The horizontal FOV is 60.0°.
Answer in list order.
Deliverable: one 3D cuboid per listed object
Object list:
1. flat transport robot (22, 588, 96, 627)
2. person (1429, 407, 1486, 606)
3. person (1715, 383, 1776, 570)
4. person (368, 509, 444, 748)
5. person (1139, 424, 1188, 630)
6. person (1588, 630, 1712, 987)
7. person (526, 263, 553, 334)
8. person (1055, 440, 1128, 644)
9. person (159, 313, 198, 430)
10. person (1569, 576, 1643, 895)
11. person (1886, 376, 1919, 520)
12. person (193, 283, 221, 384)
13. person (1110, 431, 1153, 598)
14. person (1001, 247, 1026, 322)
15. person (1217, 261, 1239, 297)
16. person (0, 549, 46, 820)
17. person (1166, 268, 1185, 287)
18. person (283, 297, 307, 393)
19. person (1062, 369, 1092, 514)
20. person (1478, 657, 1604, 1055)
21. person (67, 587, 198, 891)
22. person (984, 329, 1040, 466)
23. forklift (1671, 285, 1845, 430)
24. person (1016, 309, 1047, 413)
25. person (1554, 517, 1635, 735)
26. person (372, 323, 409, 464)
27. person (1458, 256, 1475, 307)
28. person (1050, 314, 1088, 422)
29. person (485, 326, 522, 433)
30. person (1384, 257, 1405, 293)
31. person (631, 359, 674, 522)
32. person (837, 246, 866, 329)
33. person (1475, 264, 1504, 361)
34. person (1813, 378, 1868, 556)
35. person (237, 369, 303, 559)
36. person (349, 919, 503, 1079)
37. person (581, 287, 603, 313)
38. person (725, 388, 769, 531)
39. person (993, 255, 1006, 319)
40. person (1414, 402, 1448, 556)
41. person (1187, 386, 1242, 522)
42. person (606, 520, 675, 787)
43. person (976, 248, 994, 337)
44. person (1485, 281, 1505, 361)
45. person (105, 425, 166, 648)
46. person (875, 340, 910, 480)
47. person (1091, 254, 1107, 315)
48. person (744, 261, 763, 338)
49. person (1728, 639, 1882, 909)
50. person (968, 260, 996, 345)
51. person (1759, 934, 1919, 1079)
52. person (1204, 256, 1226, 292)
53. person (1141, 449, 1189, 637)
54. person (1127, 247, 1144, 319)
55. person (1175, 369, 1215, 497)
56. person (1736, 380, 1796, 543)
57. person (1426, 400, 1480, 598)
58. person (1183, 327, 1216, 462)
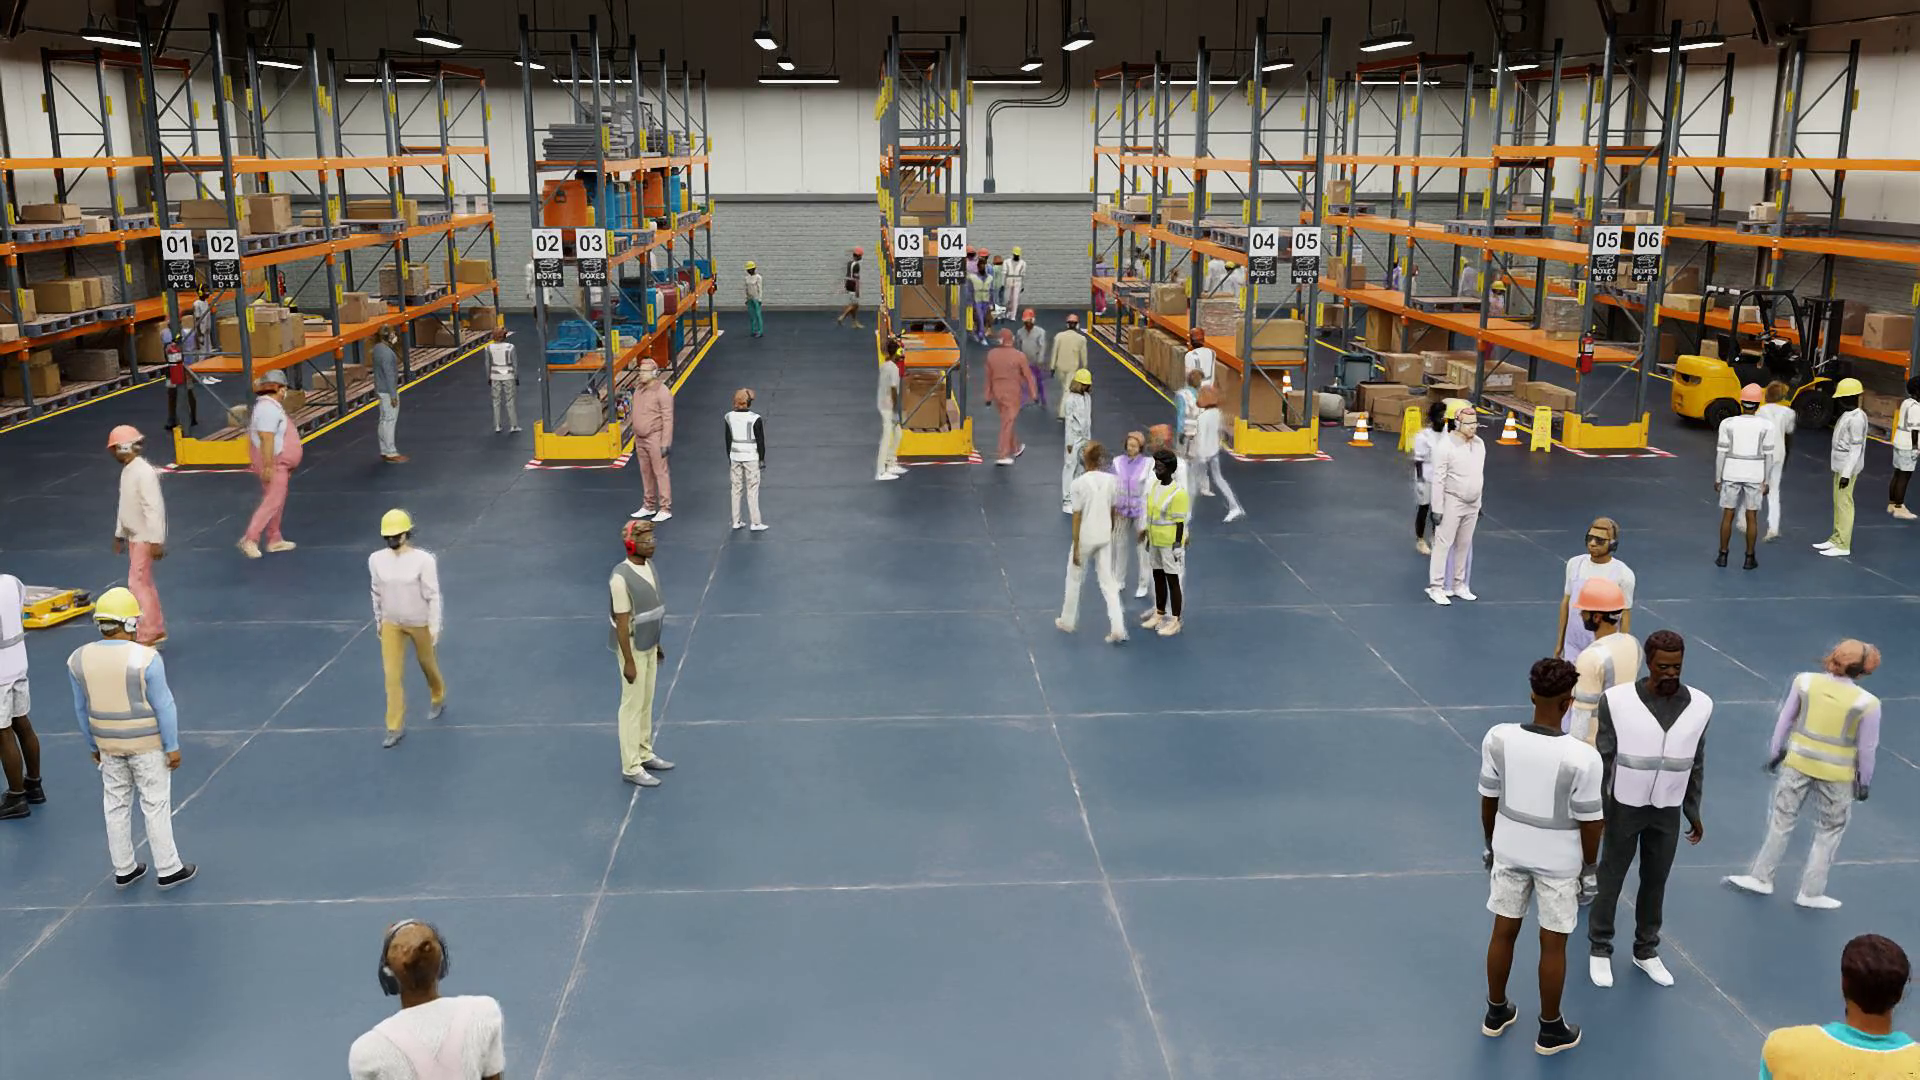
[{"bbox_3d":[-8.915,0.598,15.525,1.431,0.197,0.652,3,14,13],"label":"flat transport robot"},{"bbox_3d":[4.796,-0.331,15.958,0.651,1.906,0.403,-8,15,-30],"label":"person"},{"bbox_3d":[8.138,-0.660,17.283,0.542,1.939,0.366,7,15,28],"label":"person"},{"bbox_3d":[-4.114,0.596,12.423,0.534,1.724,0.890,0,13,2],"label":"person"},{"bbox_3d":[1.900,-0.125,15.197,0.412,1.862,0.650,-6,15,-25],"label":"person"},{"bbox_3d":[3.571,1.384,8.666,0.587,1.920,0.390,0,13,-1],"label":"person"},{"bbox_3d":[-9.904,-5.885,39.244,0.619,2.021,0.875,-3,14,-14],"label":"person"},{"bbox_3d":[1.188,0.017,14.719,0.509,1.807,0.919,-6,15,-24],"label":"person"},{"bbox_3d":[-12.152,-2.646,25.830,0.570,1.875,0.906,0,13,1],"label":"person"},{"bbox_3d":[3.666,1.157,9.621,0.547,1.927,0.392,-11,17,-38],"label":"person"},{"bbox_3d":[11.225,-1.100,19.664,0.316,1.696,0.540,4,14,15],"label":"person"},{"bbox_3d":[-13.997,-3.818,30.837,0.327,1.861,0.511,-1,13,-3],"label":"person"},{"bbox_3d":[1.689,-0.259,16.227,0.521,1.637,0.314,7,15,27],"label":"person"},{"bbox_3d":[1.350,-6.492,42.112,0.647,1.882,0.717,0,13,1],"label":"person"},{"bbox_3d":[6.201,-5.562,38.420,0.535,1.767,0.315,10,16,36],"label":"person"},{"bbox_3d":[-6.274,0.866,10.819,0.359,1.939,0.542,-1,13,-2],"label":"person"},{"bbox_3d":[5.034,-5.517,38.588,0.583,1.598,0.766,13,18,43],"label":"person"},{"bbox_3d":[-11.792,-3.422,29.405,0.322,1.741,0.490,8,16,31],"label":"person"},{"bbox_3d":[1.435,-1.187,19.951,0.311,1.736,0.483,10,17,37],"label":"person"},{"bbox_3d":[2.794,1.512,8.025,0.604,1.965,0.367,12,18,42],"label":"person"},{"bbox_3d":[-4.847,1.172,9.758,0.588,1.829,0.404,1,13,6],"label":"person"},{"bbox_3d":[0.734,-2.003,23.148,0.679,1.843,0.999,9,16,33],"label":"person"},{"bbox_3d":[12.503,-2.886,26.166,2.313,2.155,1.214,-1,13,-3],"label":"forklift"},{"bbox_3d":[1.189,-2.993,27.664,0.565,1.713,0.878,6,14,23],"label":"person"},{"bbox_3d":[4.373,0.743,11.539,0.345,1.847,0.508,-12,18,-40],"label":"person"},{"bbox_3d":[-7.949,-2.036,23.114,0.351,1.936,0.634,-8,15,-30],"label":"person"},{"bbox_3d":[11.990,-5.851,39.593,0.643,1.794,0.461,-11,17,-40],"label":"person"},{"bbox_3d":[1.769,-2.767,26.732,0.571,1.684,0.869,7,15,28],"label":"person"},{"bbox_3d":[-7.024,-2.463,25.557,0.514,1.642,0.310,1,13,6],"label":"person"},{"bbox_3d":[10.174,-5.755,39.106,0.429,1.836,0.632,-5,14,-21],"label":"person"},{"bbox_3d":[-3.636,-1.168,19.511,0.668,1.908,0.404,11,17,40],"label":"person"},{"bbox_3d":[-2.613,-6.059,40.016,0.701,2.007,0.681,-5,14,-20],"label":"person"},{"bbox_3d":[10.738,-4.561,33.588,0.701,2.000,0.642,-8,15,-29],"label":"person"},{"bbox_3d":[9.474,-0.781,17.831,0.372,1.922,0.585,4,14,18],"label":"person"},{"bbox_3d":[-7.464,-0.857,17.899,0.736,2.000,0.742,-6,14,-23],"label":"person"},{"bbox_3d":[-1.770,2.148,5.619,0.511,1.836,0.357,-8,16,-32],"label":"person"},{"bbox_3d":[-8.180,-5.226,36.909,0.583,1.806,0.683,-10,17,-37],"label":"person"},{"bbox_3d":[-2.447,-0.913,18.993,0.515,1.641,0.309,7,15,26],"label":"person"},{"bbox_3d":[0.982,-6.466,42.553,0.509,1.625,0.298,-13,18,-43],"label":"person"},{"bbox_3d":[5.066,-0.642,17.740,0.557,1.677,0.461,-6,14,-23],"label":"person"},{"bbox_3d":[2.935,-1.008,19.490,0.846,1.599,0.506,10,17,37],"label":"person"},{"bbox_3d":[-2.221,0.762,11.462,0.386,1.843,0.564,2,13,10],"label":"person"},{"bbox_3d":[0.545,-5.742,38.584,0.381,2.045,0.605,-7,15,-26],"label":"person"},{"bbox_3d":[10.508,-4.214,32.711,0.329,1.765,0.531,6,15,25],"label":"person"},{"bbox_3d":[-7.205,-0.004,14.436,0.610,1.969,0.660,-12,18,-41],"label":"person"},{"bbox_3d":[-0.902,-1.728,22.062,0.571,1.833,0.516,-3,14,-14],"label":"person"},{"bbox_3d":[3.651,-6.662,43.394,0.562,1.612,0.446,-10,17,-37],"label":"person"},{"bbox_3d":[-4.788,-5.567,38.475,0.532,1.753,0.342,10,16,36],"label":"person"},{"bbox_3d":[4.889,1.322,9.597,0.321,1.609,0.702,-12,18,-41],"label":"person"},{"bbox_3d":[0.472,-5.322,37.185,0.617,1.888,0.806,-6,14,-23],"label":"person"},{"bbox_3d":[2.890,2.154,5.464,0.611,1.889,0.811,5,14,21],"label":"person"},{"bbox_3d":[6.185,-6.154,40.637,0.640,1.905,0.410,-12,18,-42],"label":"person"},{"bbox_3d":[1.844,0.019,14.944,0.319,1.694,0.533,-7,15,-27],"label":"person"},{"bbox_3d":[4.526,-6.554,42.499,0.505,1.812,0.942,-6,15,-26],"label":"person"},{"bbox_3d":[2.903,-1.383,21.079,0.530,1.598,0.849,-8,15,-30],"label":"person"},{"bbox_3d":[9.021,-0.881,18.554,0.508,1.805,0.925,3,14,13],"label":"person"},{"bbox_3d":[4.809,-0.401,16.210,0.593,1.924,0.381,-8,16,-31],"label":"person"},{"bbox_3d":[3.306,-2.019,23.153,0.573,1.887,0.355,-11,17,-40],"label":"person"}]
